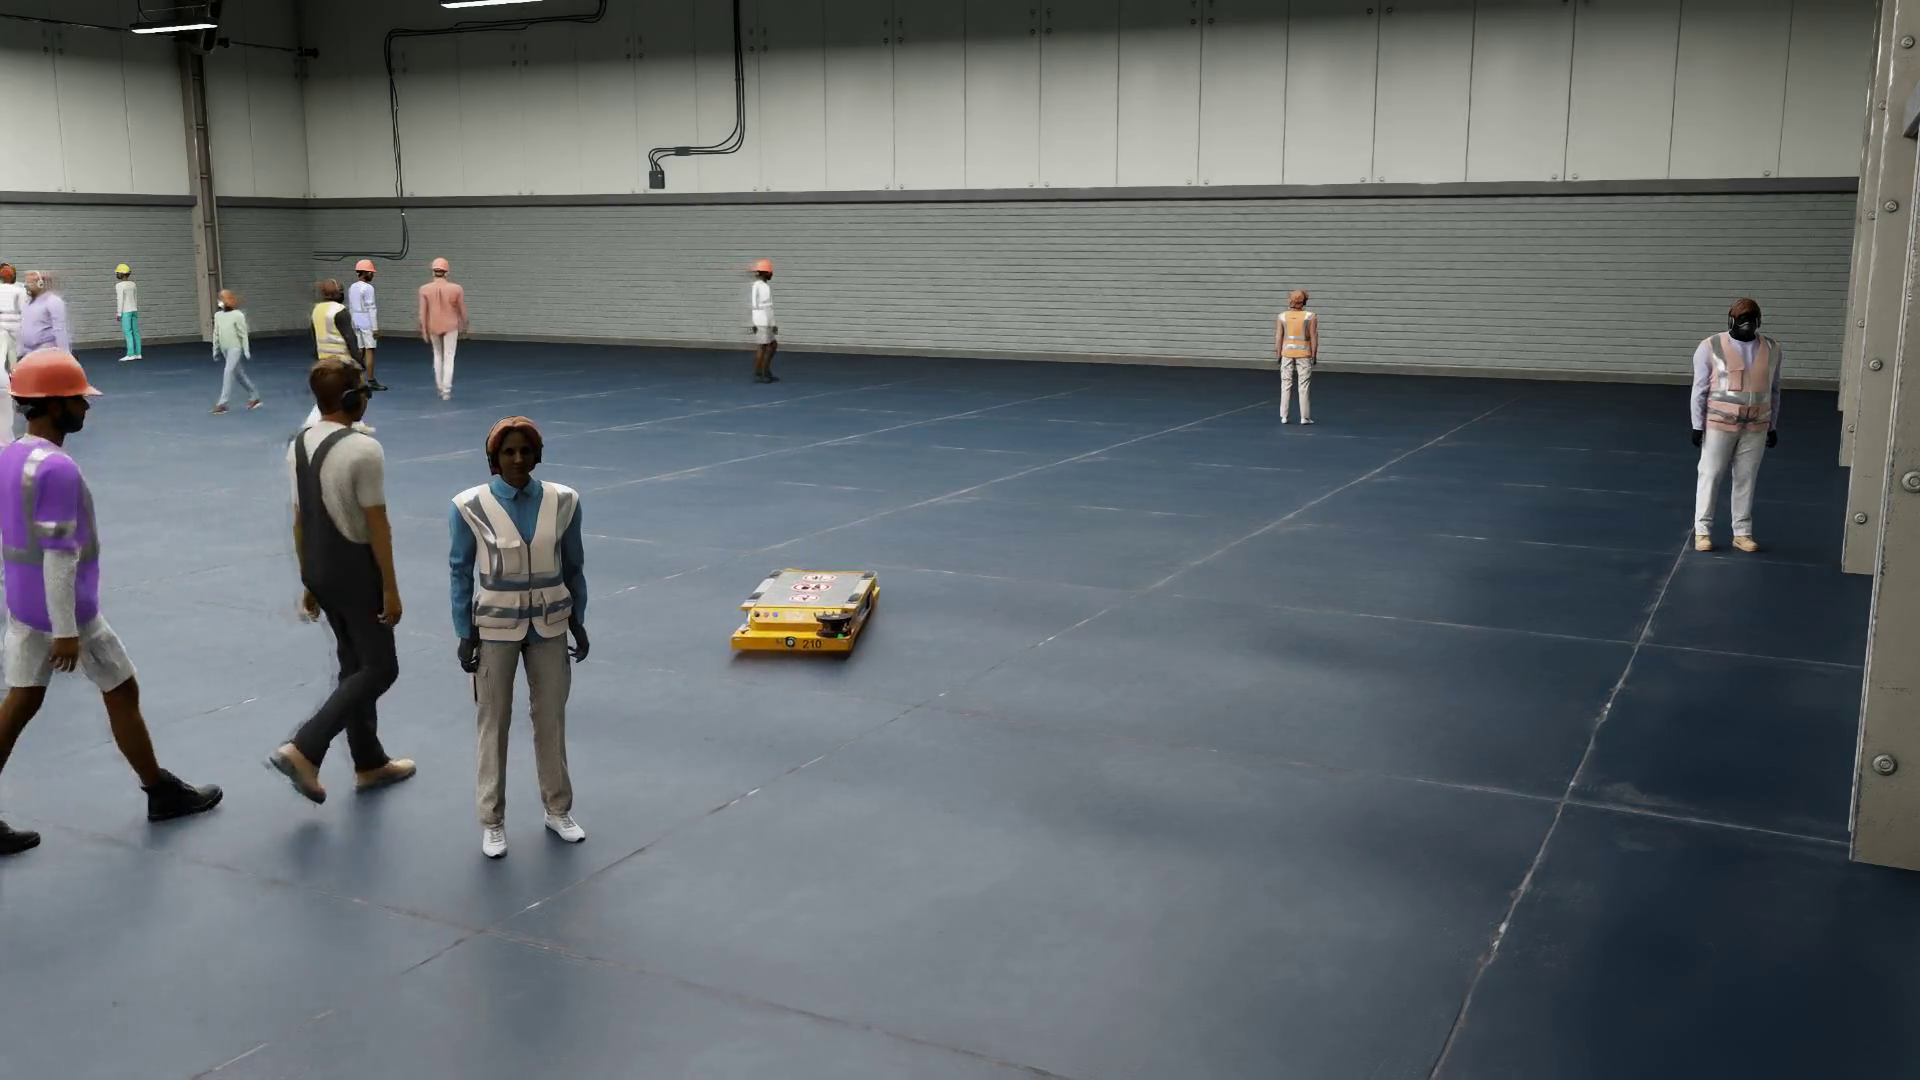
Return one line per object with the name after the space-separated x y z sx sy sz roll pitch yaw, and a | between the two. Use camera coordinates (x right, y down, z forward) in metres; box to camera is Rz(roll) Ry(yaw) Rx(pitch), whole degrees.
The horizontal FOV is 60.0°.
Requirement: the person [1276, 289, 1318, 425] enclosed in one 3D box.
4.093 -2.216 20.220 0.512 1.642 0.312 5 12 27 | person

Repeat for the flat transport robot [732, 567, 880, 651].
-0.876 0.386 9.766 0.652 0.197 1.431 1 10 4 | flat transport robot

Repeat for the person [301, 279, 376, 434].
-7.127 -2.050 18.884 0.616 1.809 0.930 10 14 43 | person

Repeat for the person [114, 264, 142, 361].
-15.311 -4.178 30.570 0.301 1.772 0.527 1 10 7 | person

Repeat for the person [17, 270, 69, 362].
-10.738 -2.194 19.416 0.646 1.892 0.437 7 13 34 | person

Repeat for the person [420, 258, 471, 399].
-7.282 -3.000 23.621 0.637 1.955 0.924 -1 10 -3 | person

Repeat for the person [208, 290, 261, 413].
-9.524 -2.475 21.769 0.505 1.590 0.878 5 12 27 | person

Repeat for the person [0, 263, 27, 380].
-15.034 -3.457 26.411 0.505 1.857 0.312 -1 10 -3 | person

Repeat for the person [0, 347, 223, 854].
-3.389 0.225 6.253 0.558 1.890 0.977 9 14 40 | person

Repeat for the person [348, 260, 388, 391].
-8.785 -3.169 24.619 0.545 1.933 0.376 8 13 38 | person

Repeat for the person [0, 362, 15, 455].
-5.949 -0.449 9.978 0.989 1.856 0.643 -5 12 -27 | person

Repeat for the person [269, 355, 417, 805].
-2.502 0.175 6.675 0.517 1.827 0.630 7 13 34 | person

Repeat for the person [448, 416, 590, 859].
-1.640 0.351 6.223 0.515 1.641 0.309 -6 12 -31 | person

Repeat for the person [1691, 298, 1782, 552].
5.646 -0.829 12.108 0.633 1.842 0.429 0 10 3 | person

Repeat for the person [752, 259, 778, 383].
-2.981 -3.384 25.819 0.560 1.917 0.563 -3 11 -16 | person

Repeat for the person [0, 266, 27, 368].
-14.566 -3.270 25.473 0.614 1.844 0.986 -1 10 -8 | person
